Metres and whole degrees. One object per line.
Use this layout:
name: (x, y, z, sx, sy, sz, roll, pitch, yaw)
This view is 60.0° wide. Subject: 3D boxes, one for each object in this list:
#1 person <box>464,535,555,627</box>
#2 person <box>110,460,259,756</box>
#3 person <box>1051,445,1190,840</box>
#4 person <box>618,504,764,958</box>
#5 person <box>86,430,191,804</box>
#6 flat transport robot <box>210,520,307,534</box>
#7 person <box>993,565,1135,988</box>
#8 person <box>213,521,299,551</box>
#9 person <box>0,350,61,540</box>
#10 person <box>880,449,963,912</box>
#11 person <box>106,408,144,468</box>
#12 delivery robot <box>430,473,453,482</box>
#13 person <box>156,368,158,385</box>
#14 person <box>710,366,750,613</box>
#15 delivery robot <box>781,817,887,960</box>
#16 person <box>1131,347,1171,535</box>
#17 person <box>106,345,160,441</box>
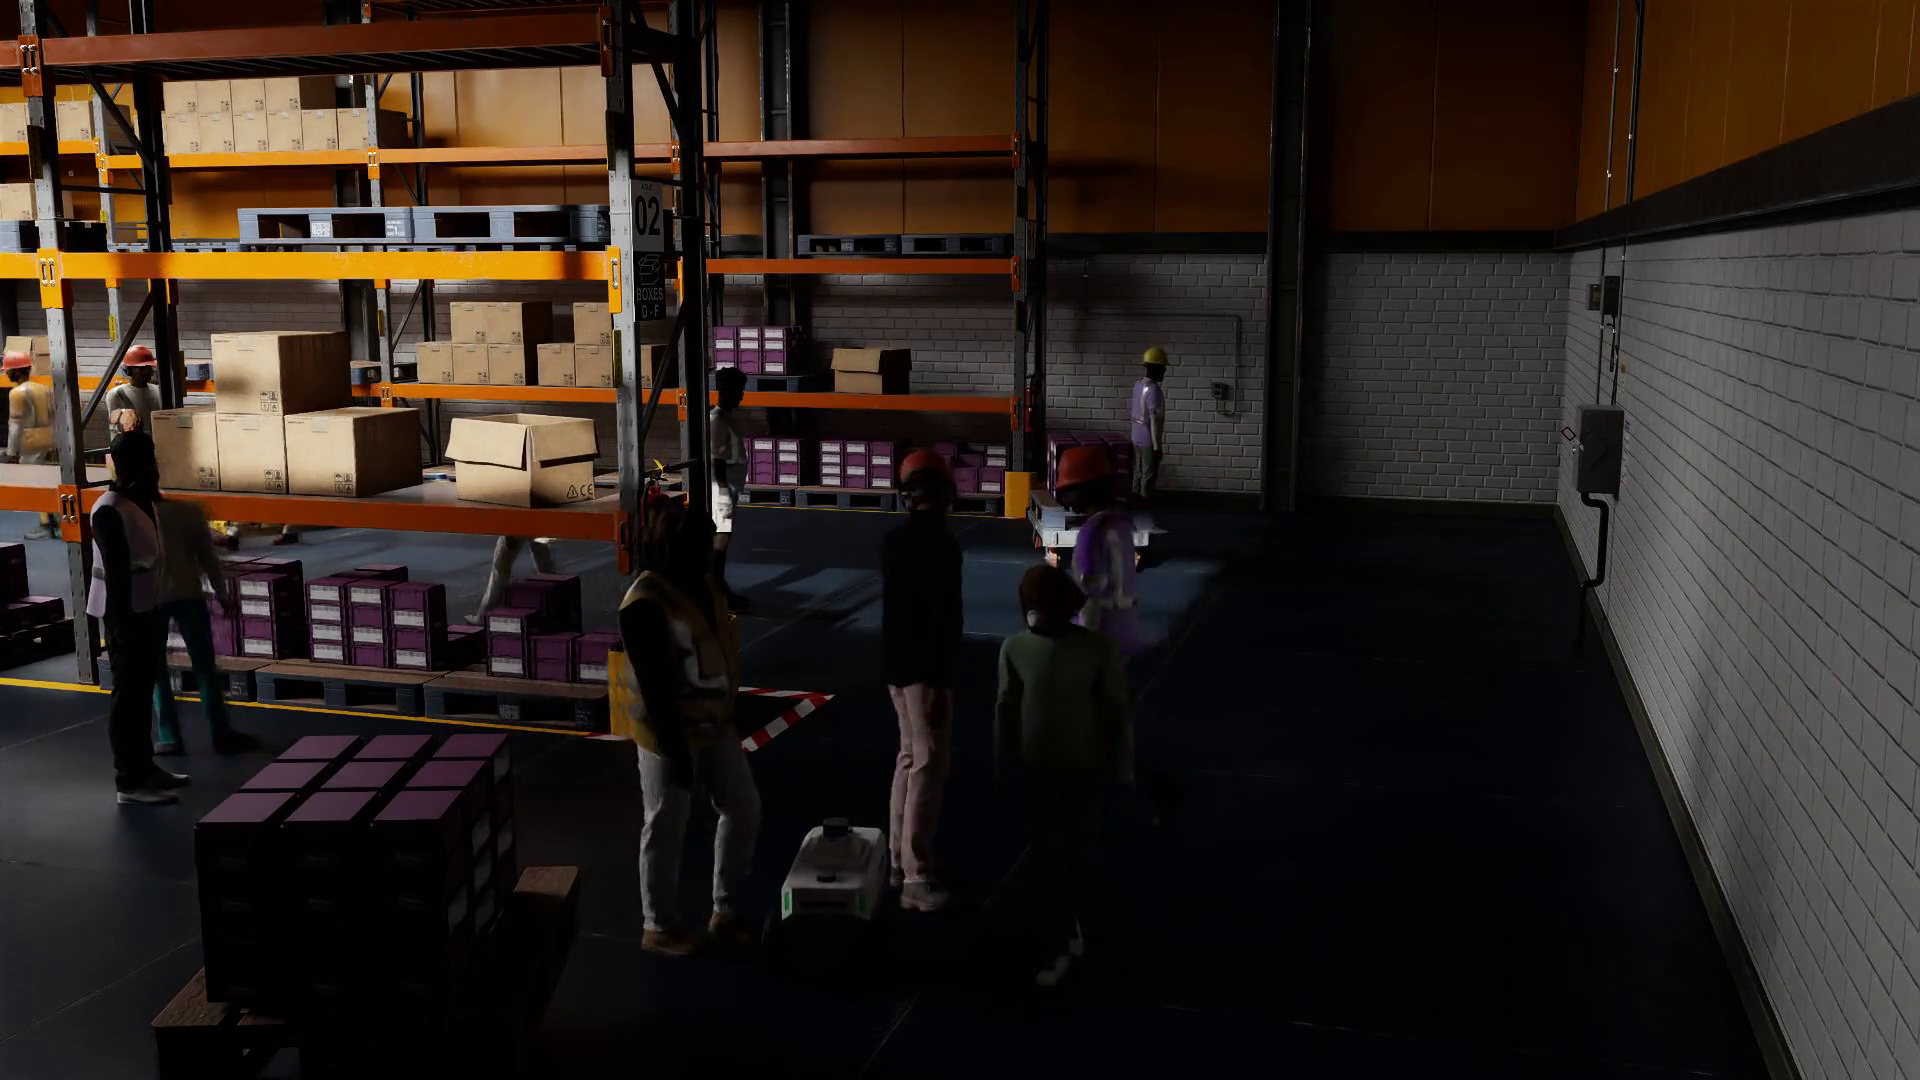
person: (-3.331, -0.084, 12.427, 0.830, 1.602, 0.535, 5, 10, 27)
person: (-4.382, 0.356, 9.370, 0.697, 1.719, 0.384, -6, 11, -34)
person: (0.734, 0.512, 7.871, 0.683, 1.901, 0.605, 3, 10, 20)
person: (-0.994, 0.769, 6.530, 0.662, 1.820, 0.639, 4, 10, 21)
person: (-4.254, 0.392, 8.560, 0.397, 1.915, 0.587, -2, 9, -11)
flat transport robot: (-7.051, -0.254, 17.494, 1.431, 0.197, 0.652, -7, 12, -37)
person: (0.395, 0.899, 6.426, 0.560, 1.598, 0.463, 2, 10, 12)
person: (-6.826, -0.808, 16.095, 0.610, 1.835, 0.956, 5, 11, 27)
person: (-9.321, -0.934, 16.631, 0.443, 1.918, 0.540, -1, 9, -6)
person: (-0.138, 0.599, 7.221, 0.462, 1.942, 0.789, -4, 10, -24)
person: (-6.521, -0.227, 13.167, 0.308, 1.640, 0.511, 3, 10, 17)
delivery robot: (-5.484, -0.466, 17.639, 0.707, 0.478, 0.477, -1, 9, -9)
person: (-7.665, -0.825, 16.238, 0.507, 1.827, 0.649, -3, 10, -19)
person: (-1.863, -0.405, 13.280, 0.389, 1.958, 0.601, -1, 9, -3)
delivery robot: (-0.491, 1.345, 6.599, 0.477, 0.478, 0.707, 1, 9, 3)
person: (1.961, -1.020, 17.131, 0.381, 1.923, 0.591, -2, 10, -13)
person: (-7.379, -0.743, 15.086, 0.376, 2.044, 0.607, 4, 10, 25)
